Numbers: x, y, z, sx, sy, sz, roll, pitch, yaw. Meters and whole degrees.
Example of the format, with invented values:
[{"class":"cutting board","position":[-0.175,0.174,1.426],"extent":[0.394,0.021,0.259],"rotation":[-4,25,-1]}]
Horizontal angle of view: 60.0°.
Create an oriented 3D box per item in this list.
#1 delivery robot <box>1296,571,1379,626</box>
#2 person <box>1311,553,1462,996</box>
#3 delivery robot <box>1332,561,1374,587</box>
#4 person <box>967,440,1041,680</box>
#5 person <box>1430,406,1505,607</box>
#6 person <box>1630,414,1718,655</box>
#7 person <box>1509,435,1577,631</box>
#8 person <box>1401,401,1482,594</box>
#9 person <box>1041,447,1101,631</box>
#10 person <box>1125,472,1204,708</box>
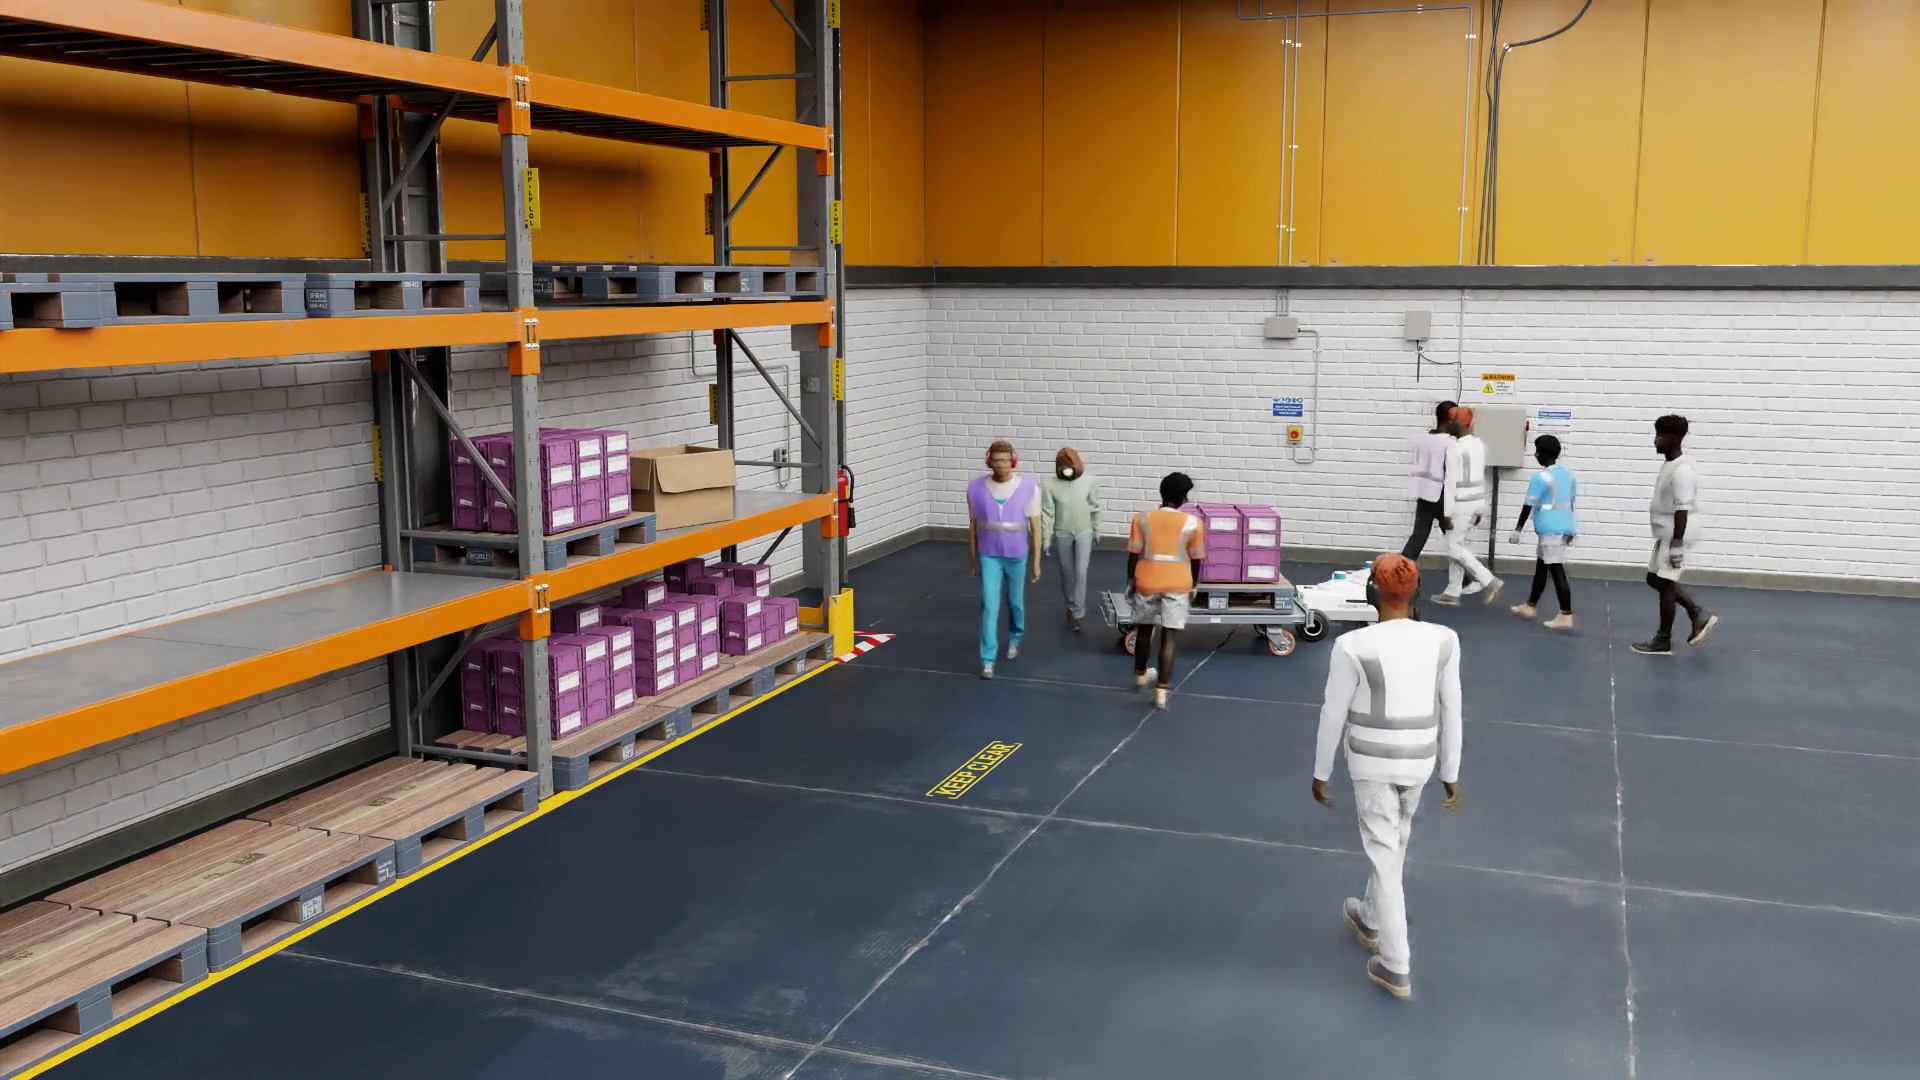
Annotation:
[{"class":"delivery robot","position":[3.173,0.506,13.897],"extent":[0.707,0.478,0.477],"rotation":[1,9,6]},{"class":"person","position":[1.797,0.964,7.245],"extent":[0.606,1.850,0.869],"rotation":[-2,9,-15]},{"class":"delivery robot","position":[3.555,0.426,14.399],"extent":[0.477,0.478,0.707],"rotation":[-6,11,-32]},{"class":"person","position":[0.341,0.109,12.788],"extent":[0.569,1.800,0.919],"rotation":[1,9,4]},{"class":"person","position":[4.617,-0.287,15.064],"extent":[0.590,1.864,0.696],"rotation":[-8,12,-41]},{"class":"person","position":[5.730,-0.030,13.226],"extent":[0.582,1.950,0.648],"rotation":[2,9,14]},{"class":"person","position":[5.021,-0.077,14.357],"extent":[0.559,1.648,0.789],"rotation":[-8,12,-40]},{"class":"person","position":[4.494,-0.375,15.670],"extent":[1.015,1.876,0.587],"rotation":[-4,10,-23]},{"class":"person","position":[0.950,-0.014,14.234],"extent":[0.509,1.568,0.823],"rotation":[0,9,3]},{"class":"person","position":[1.457,0.336,11.848],"extent":[0.540,1.637,0.759],"rotation":[3,9,17]}]
